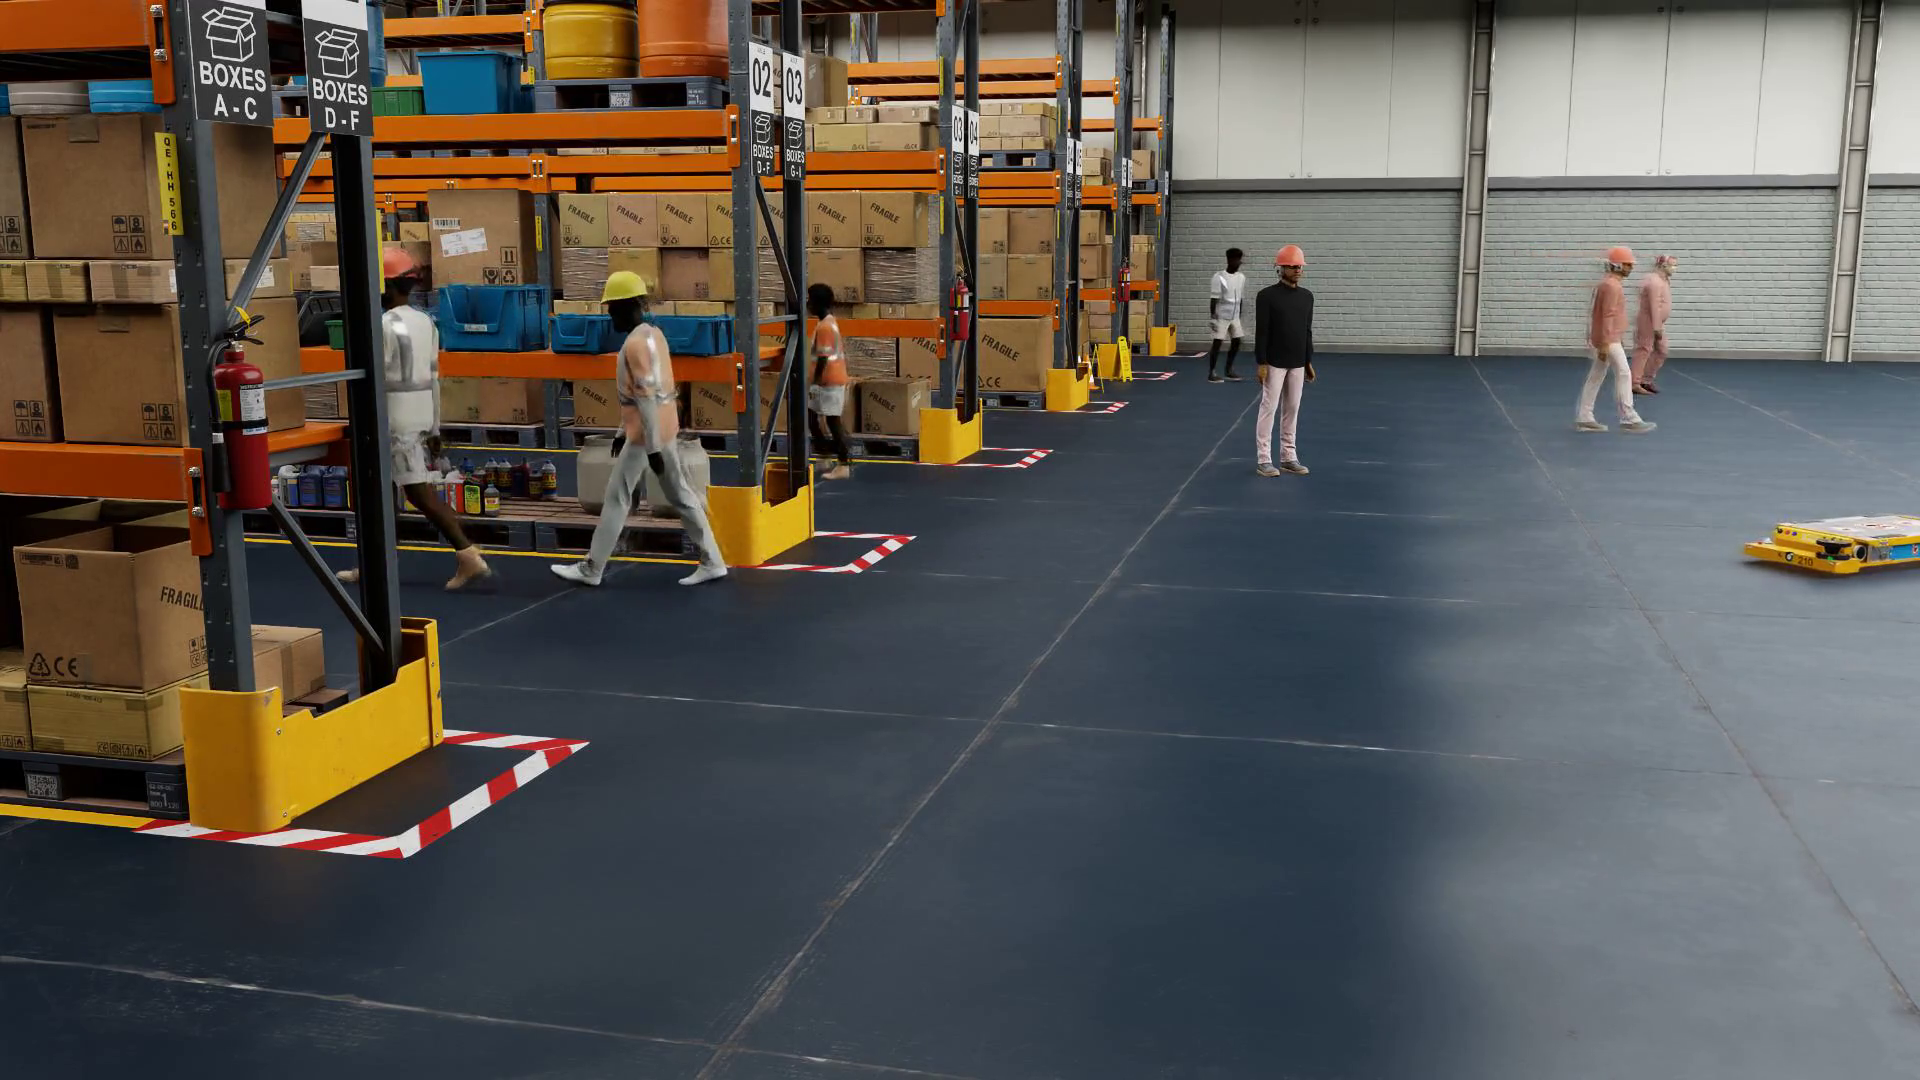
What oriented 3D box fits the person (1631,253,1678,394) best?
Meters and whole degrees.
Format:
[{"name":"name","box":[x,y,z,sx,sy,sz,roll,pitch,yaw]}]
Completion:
[{"name":"person","box":[9.149,-2.846,22.001,0.526,1.868,0.682,7,12,34]}]

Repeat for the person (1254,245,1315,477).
[{"name":"person","box":[2.829,-1.551,14.456,0.609,1.996,0.379,-6,12,-28]}]

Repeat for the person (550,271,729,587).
[{"name":"person","box":[-1.862,-0.636,9.756,1.038,1.861,0.579,1,10,5]}]

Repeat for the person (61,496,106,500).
[{"name":"person","box":[-5.732,-0.796,10.620,0.335,1.873,0.521,2,10,12]}]

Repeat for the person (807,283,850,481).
[{"name":"person","box":[-1.187,-1.331,14.132,0.560,1.675,0.543,-1,10,-5]}]

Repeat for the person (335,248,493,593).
[{"name":"person","box":[-3.194,-0.686,9.652,1.018,2.007,0.607,1,10,6]}]

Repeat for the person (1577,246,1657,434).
[{"name":"person","box":[7.014,-2.099,17.571,0.889,1.960,0.653,3,11,17]}]

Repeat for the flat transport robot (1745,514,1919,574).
[{"name":"flat transport robot","box":[5.790,0.010,10.585,1.431,0.197,0.652,-4,11,-24]}]

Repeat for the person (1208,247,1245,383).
[{"name":"person","box":[3.821,-3.207,23.803,0.644,1.939,0.478,-6,12,-31]}]
